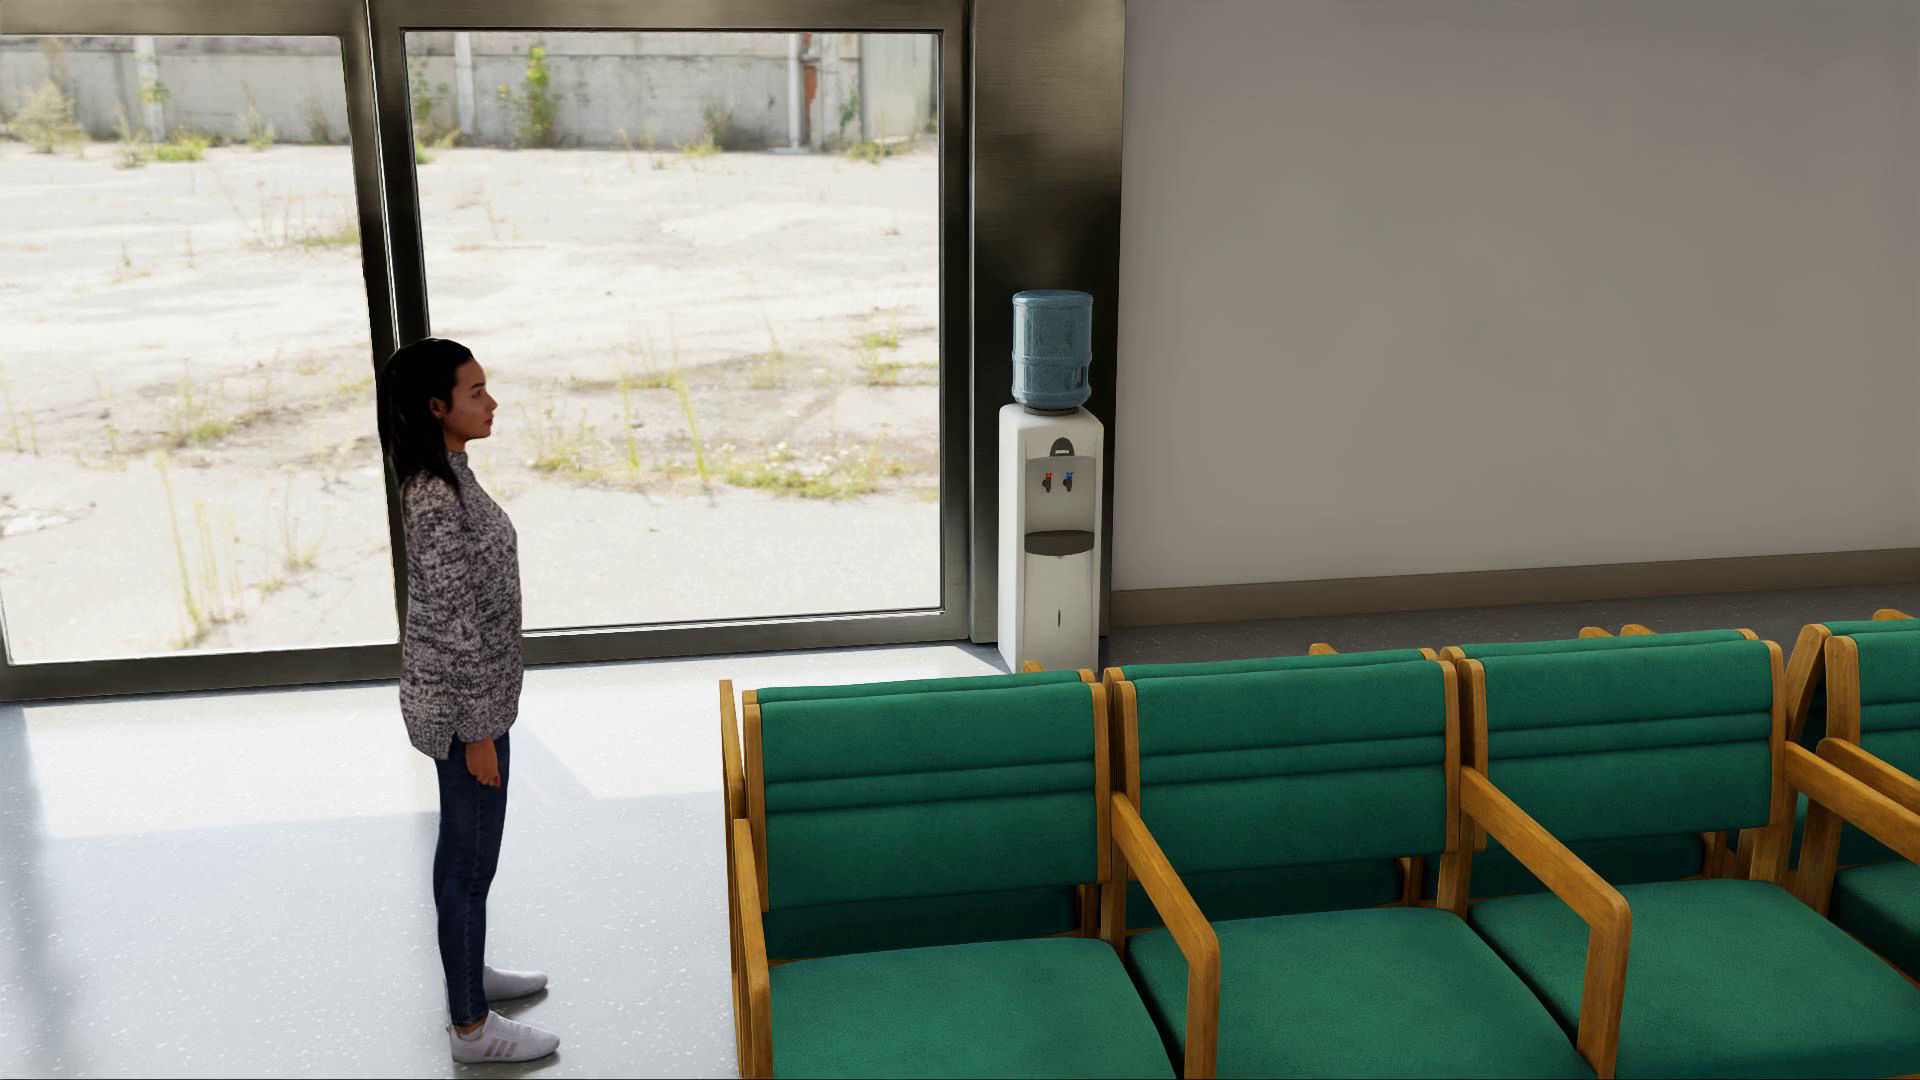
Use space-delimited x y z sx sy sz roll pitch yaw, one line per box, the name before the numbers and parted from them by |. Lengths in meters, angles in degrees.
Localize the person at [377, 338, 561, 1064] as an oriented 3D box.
person | -1.189 0.381 3.961 0.693 1.733 0.498 -5 16 -17
